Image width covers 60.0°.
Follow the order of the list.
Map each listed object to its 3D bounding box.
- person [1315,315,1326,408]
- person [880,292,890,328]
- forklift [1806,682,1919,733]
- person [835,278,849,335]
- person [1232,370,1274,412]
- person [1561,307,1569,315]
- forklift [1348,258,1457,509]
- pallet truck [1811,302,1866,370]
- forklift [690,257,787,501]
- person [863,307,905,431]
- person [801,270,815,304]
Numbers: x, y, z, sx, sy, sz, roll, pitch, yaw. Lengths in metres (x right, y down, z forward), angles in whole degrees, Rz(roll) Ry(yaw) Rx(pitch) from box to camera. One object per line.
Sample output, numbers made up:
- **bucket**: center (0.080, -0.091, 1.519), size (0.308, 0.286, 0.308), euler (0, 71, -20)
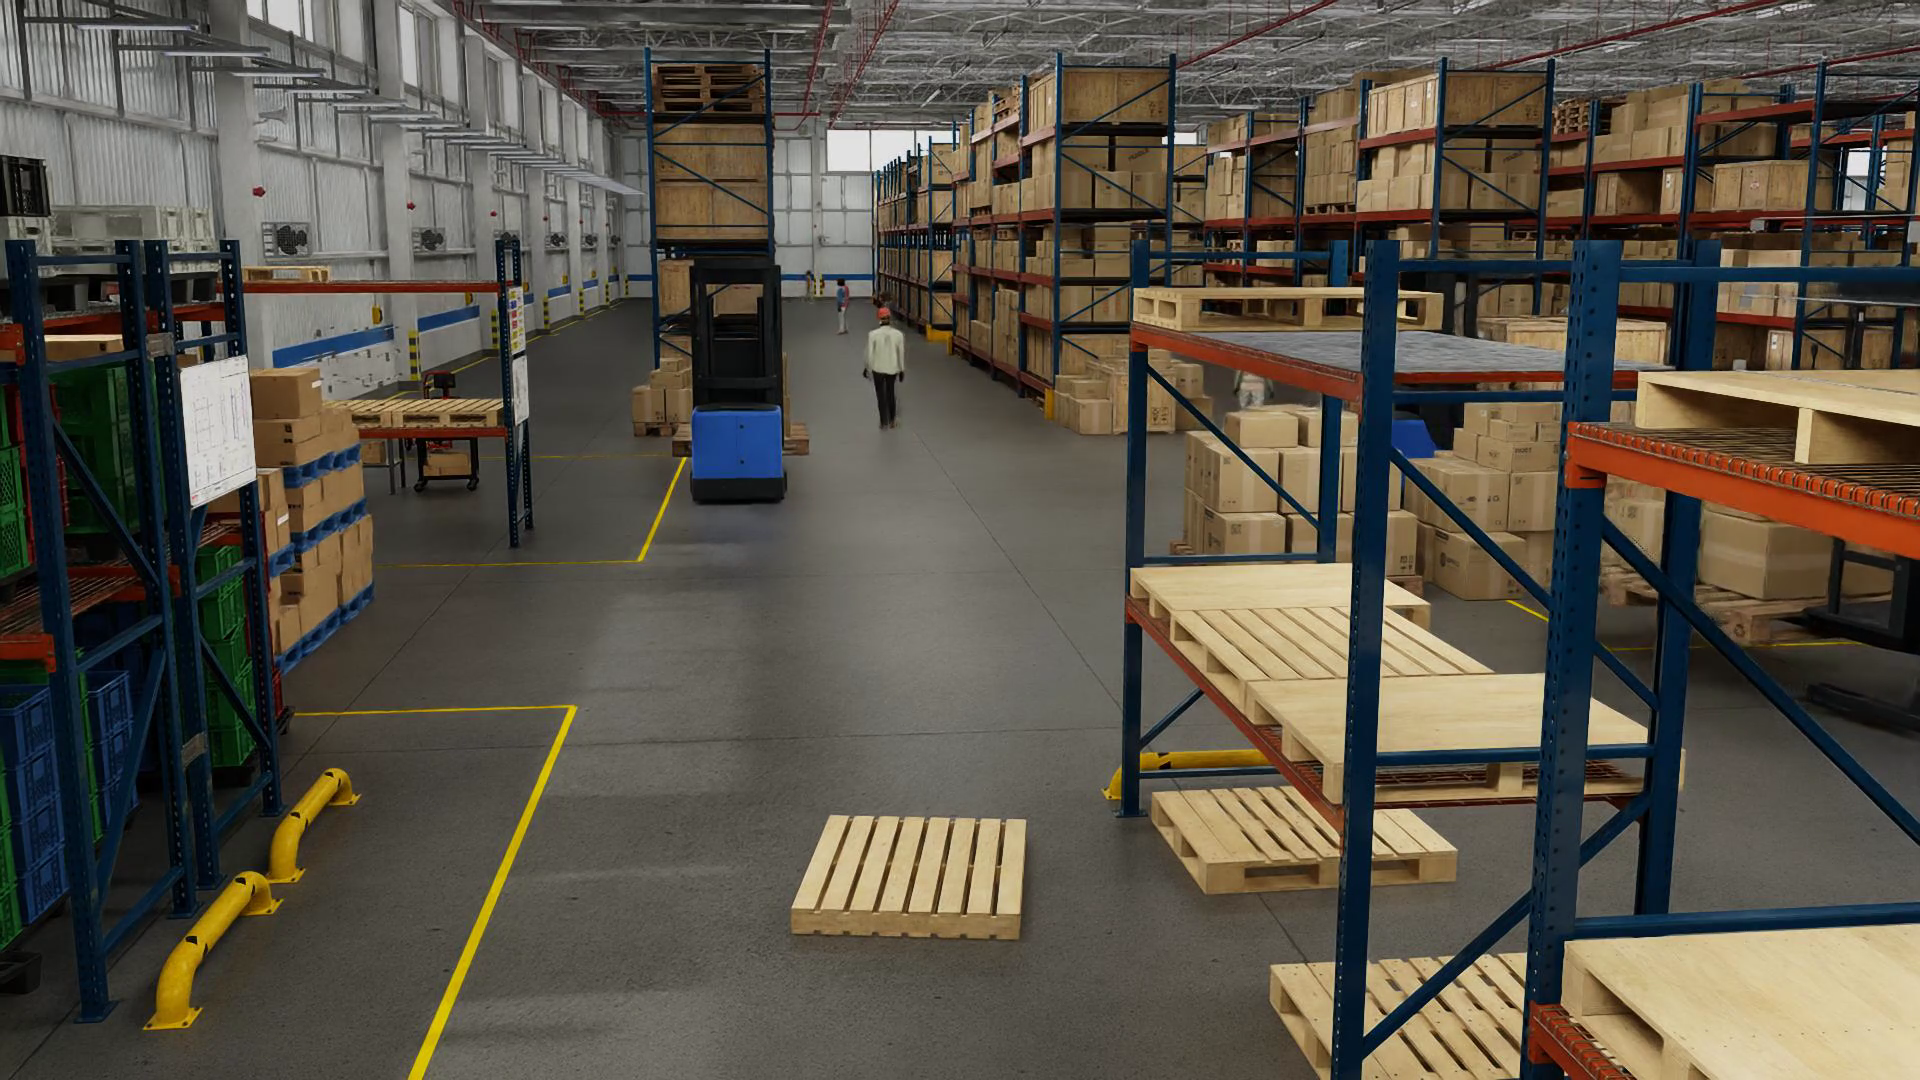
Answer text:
- **person**: center (5.532, -2.461, 25.220), size (0.464, 1.924, 0.633), euler (0, 10, 1)
- **person**: center (-2.053, -5.950, 45.385), size (0.388, 1.616, 0.538), euler (-2, 10, -9)
- **forklift**: center (6.341, -0.175, 9.903), size (1.129, 2.768, 1.873), euler (-3, 11, -18)
- **person**: center (-3.804, -7.525, 53.571), size (0.430, 1.822, 0.645), euler (2, 10, 9)
- **person**: center (4.388, -2.238, 24.883), size (0.613, 1.604, 0.696), euler (4, 11, 22)
- **person**: center (13.041, -4.303, 35.308), size (0.612, 1.963, 0.363), euler (8, 13, 37)
- **forklift**: center (5.116, -1.729, 18.512), size (1.873, 2.768, 1.129), euler (-1, 10, -7)
- **pallet truck**: center (15.846, -3.142, 28.793), size (1.885, 1.965, 0.823), euler (2, 10, 12)
- **forklift**: center (-2.648, -1.951, 19.746), size (1.129, 2.768, 1.873), euler (-1, 10, -6)
- **person**: center (-1.252, -2.742, 26.656), size (0.621, 1.960, 0.699), euler (-4, 11, -23)
- **person**: center (-7.230, -12.022, 79.032), size (0.647, 1.617, 0.522), euler (0, 10, 2)
